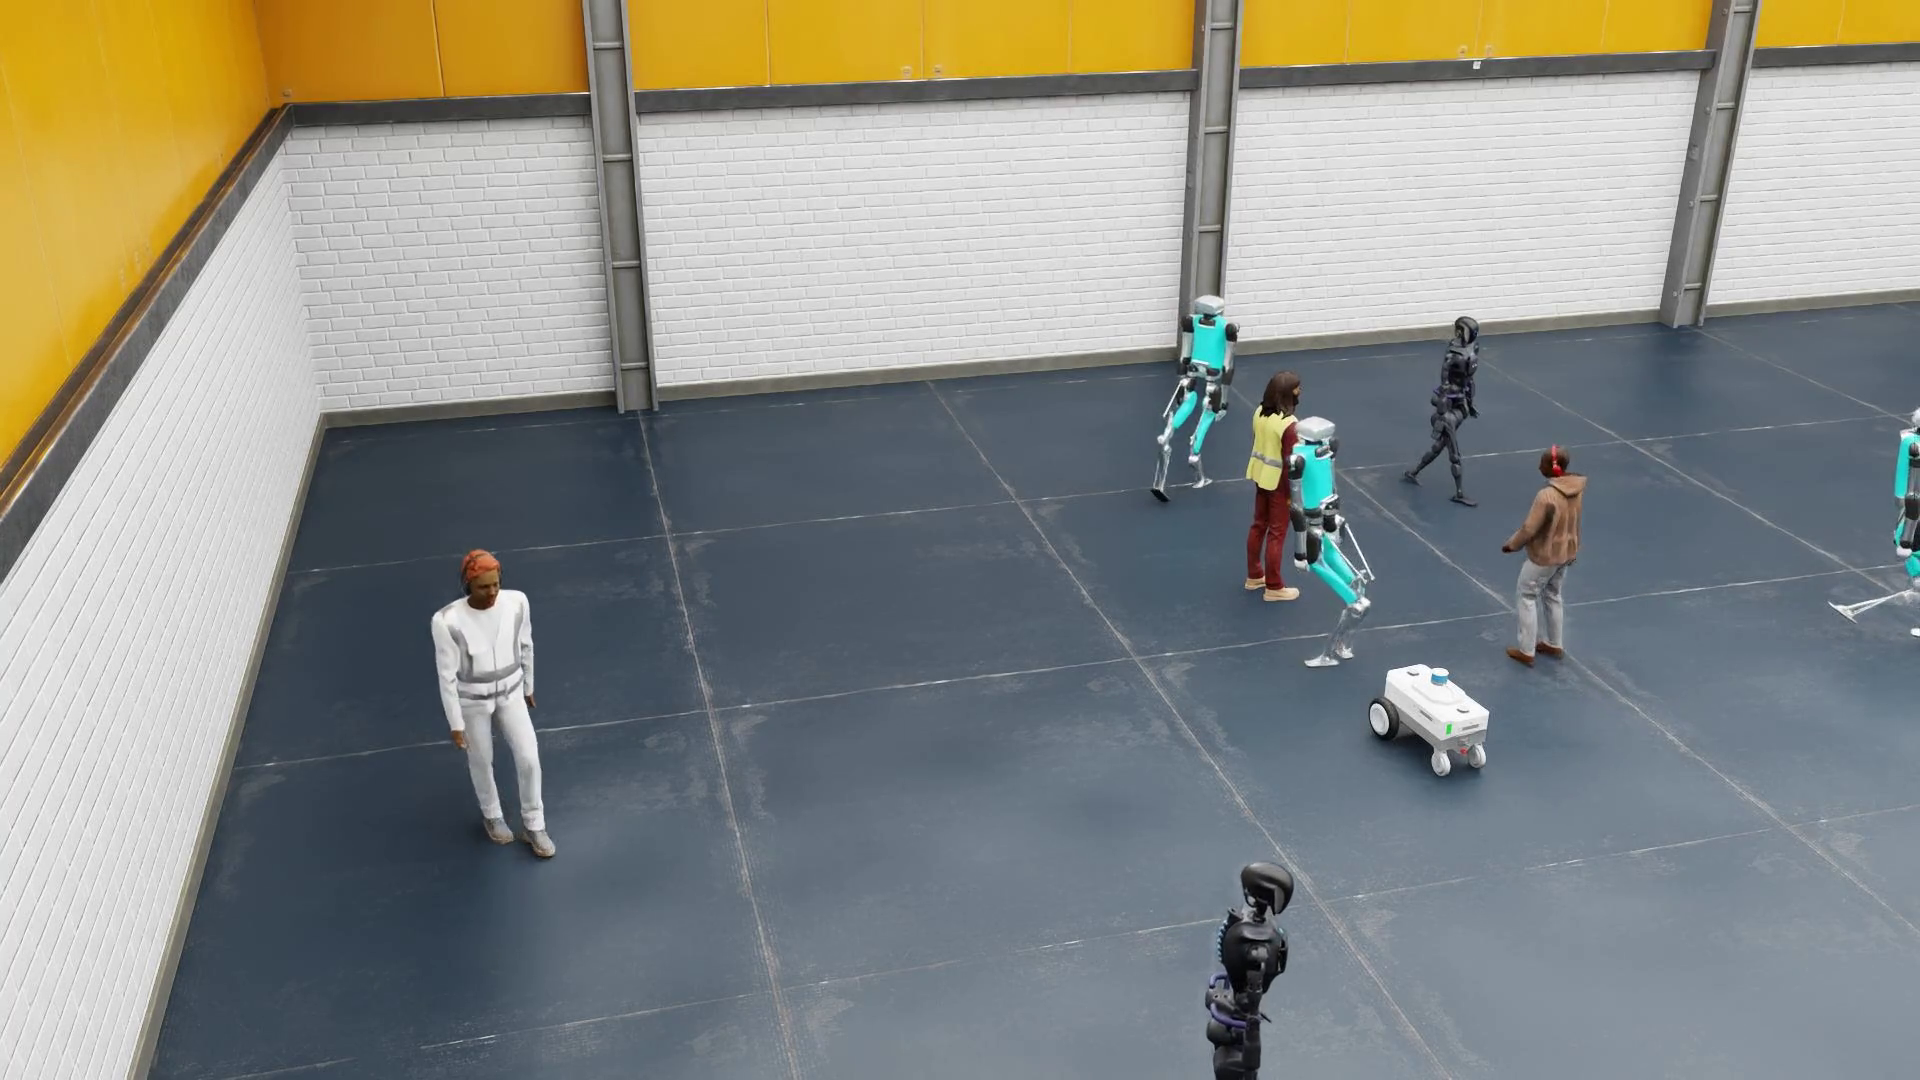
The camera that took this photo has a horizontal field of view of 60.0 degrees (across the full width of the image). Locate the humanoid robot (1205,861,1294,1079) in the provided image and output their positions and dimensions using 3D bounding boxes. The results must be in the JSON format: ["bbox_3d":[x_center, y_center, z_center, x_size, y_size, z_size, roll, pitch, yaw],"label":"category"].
[{"bbox_3d":[1.103,2.051,6.949,0.462,1.642,0.613,3,24,6],"label":"humanoid robot"}]

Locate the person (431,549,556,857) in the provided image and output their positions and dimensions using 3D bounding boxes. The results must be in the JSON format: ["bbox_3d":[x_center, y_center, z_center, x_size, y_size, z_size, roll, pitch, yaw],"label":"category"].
[{"bbox_3d":[-2.582,0.935,9.264,0.582,1.855,0.742,-15,28,-31],"label":"person"}]

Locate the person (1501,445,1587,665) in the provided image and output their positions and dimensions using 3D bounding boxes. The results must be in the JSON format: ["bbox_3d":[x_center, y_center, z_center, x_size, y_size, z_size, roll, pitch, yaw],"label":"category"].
[{"bbox_3d":[3.993,0.111,11.435,0.497,1.623,0.450,-17,29,-34],"label":"person"}]

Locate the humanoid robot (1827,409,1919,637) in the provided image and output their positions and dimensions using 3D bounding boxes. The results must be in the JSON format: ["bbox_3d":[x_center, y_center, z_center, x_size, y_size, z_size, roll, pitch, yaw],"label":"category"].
[{"bbox_3d":[6.801,-0.059,11.672,1.028,1.733,0.560,11,26,23],"label":"humanoid robot"}]

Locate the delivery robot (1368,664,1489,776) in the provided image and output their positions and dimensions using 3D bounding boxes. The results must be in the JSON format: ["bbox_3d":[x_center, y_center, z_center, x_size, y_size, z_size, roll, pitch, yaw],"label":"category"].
[{"bbox_3d":[2.990,1.092,10.549,0.499,0.614,0.791,-9,25,-19],"label":"delivery robot"}]

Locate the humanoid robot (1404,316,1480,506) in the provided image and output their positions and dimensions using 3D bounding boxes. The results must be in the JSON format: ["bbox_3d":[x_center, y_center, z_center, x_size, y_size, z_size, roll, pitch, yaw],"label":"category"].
[{"bbox_3d":[4.225,-1.147,14.303,0.797,1.639,0.616,21,31,39],"label":"humanoid robot"}]

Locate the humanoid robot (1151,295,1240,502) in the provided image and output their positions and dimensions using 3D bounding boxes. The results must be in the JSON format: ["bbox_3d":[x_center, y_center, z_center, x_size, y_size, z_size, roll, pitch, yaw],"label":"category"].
[{"bbox_3d":[1.917,-1.135,14.166,0.530,1.771,0.995,17,29,34],"label":"humanoid robot"}]

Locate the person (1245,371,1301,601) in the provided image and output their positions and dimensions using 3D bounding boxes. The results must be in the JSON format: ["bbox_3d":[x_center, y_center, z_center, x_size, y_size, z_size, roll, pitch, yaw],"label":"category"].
[{"bbox_3d":[2.341,-0.401,12.411,0.376,1.768,0.466,-10,26,-22],"label":"person"}]

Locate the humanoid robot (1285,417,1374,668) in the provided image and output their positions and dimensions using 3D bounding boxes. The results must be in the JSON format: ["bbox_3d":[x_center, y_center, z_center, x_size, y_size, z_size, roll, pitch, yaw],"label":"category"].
[{"bbox_3d":[2.591,0.061,11.384,0.762,1.753,0.548,20,30,37],"label":"humanoid robot"}]
